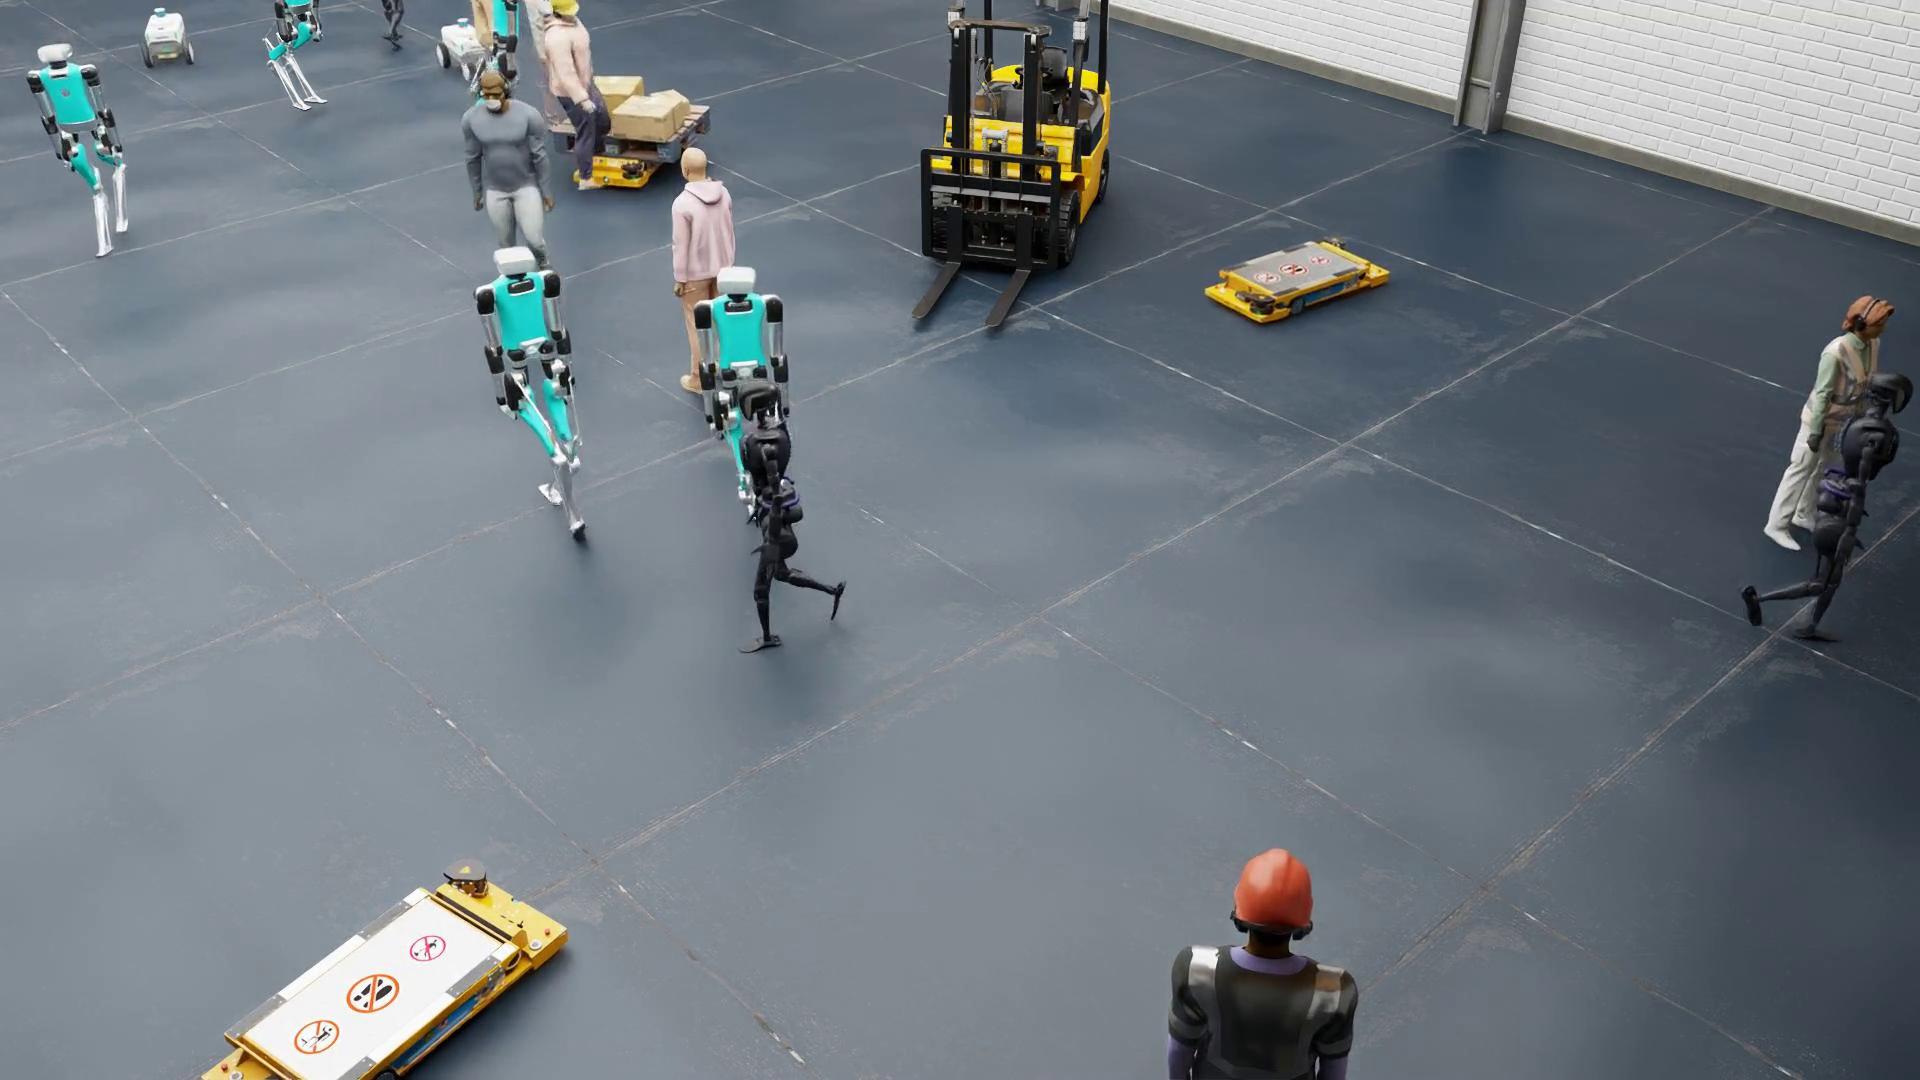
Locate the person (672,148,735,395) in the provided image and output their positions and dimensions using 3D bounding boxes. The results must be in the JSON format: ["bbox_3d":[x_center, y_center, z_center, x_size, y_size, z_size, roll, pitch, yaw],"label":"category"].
[{"bbox_3d":[-1.777,-1.877,11.682,0.416,1.774,0.537,25,40,33],"label":"person"}]

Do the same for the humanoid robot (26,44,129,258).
[{"bbox_3d":[-7.286,-3.312,13.933,0.548,1.794,0.849,-9,34,-14],"label":"humanoid robot"}]

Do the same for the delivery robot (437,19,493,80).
[{"bbox_3d":[-5.414,-5.402,18.227,0.499,0.610,0.793,-19,37,-26],"label":"delivery robot"}]

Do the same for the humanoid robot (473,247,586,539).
[{"bbox_3d":[-2.460,-0.824,10.109,0.530,1.763,0.958,-21,39,-29],"label":"humanoid robot"}]

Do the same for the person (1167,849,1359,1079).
[{"bbox_3d":[0.995,1.857,5.695,0.607,2.044,0.367,5,33,8],"label":"person"}]

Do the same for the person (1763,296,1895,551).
[{"bbox_3d":[5.231,-0.706,10.007,0.532,1.635,0.318,-20,38,-27],"label":"person"}]

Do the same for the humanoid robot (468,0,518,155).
[{"bbox_3d":[-4.456,-4.408,15.688,0.785,1.865,0.557,-15,36,-22],"label":"humanoid robot"}]

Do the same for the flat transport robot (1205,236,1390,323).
[{"bbox_3d":[2.729,-2.102,13.404,1.431,0.231,0.659,-21,38,-29],"label":"flat transport robot"}]

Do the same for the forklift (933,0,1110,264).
[{"bbox_3d":[0.570,-3.725,14.138,1.214,2.155,2.313,9,34,13],"label":"forklift"}]

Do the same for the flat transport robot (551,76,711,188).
[{"bbox_3d":[-3.103,-3.720,15.891,0.659,0.231,1.431,7,34,11],"label":"flat transport robot"}]

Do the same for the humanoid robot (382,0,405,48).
[{"bbox_3d":[-6.566,-6.421,18.772,0.605,1.637,0.579,9,34,14],"label":"humanoid robot"}]

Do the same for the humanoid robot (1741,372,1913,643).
[{"bbox_3d":[4.775,-0.185,9.193,0.546,1.632,0.611,14,36,21],"label":"humanoid robot"}]

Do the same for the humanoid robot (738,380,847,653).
[{"bbox_3d":[-0.949,-0.132,9.110,0.673,1.632,0.593,-8,34,-13],"label":"humanoid robot"}]

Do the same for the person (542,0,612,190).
[{"bbox_3d":[-3.418,-4.060,14.985,0.532,1.824,0.810,1,33,1],"label":"person"}]

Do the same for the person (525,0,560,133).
[{"bbox_3d":[-3.875,-4.750,16.118,0.614,1.749,0.542,25,40,33],"label":"person"}]

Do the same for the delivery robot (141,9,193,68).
[{"bbox_3d":[-8.839,-5.606,18.512,0.499,0.579,0.753,-10,34,-15],"label":"delivery robot"}]

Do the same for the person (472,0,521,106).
[{"bbox_3d":[-4.568,-4.947,16.318,0.527,1.858,0.575,-10,34,-16],"label":"person"}]

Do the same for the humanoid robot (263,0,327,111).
[{"bbox_3d":[-6.760,-5.196,16.691,0.735,1.677,0.533,15,36,22],"label":"humanoid robot"}]

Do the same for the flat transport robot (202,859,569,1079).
[{"bbox_3d":[-2.442,1.967,7.149,0.659,0.231,1.431,21,38,28],"label":"flat transport robot"}]

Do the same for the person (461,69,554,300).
[{"bbox_3d":[-3.448,-2.655,12.742,0.656,1.922,0.467,1,33,1],"label":"person"}]

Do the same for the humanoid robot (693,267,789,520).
[{"bbox_3d":[-1.237,-0.647,9.870,0.530,1.765,1.029,-6,34,-10],"label":"humanoid robot"}]
